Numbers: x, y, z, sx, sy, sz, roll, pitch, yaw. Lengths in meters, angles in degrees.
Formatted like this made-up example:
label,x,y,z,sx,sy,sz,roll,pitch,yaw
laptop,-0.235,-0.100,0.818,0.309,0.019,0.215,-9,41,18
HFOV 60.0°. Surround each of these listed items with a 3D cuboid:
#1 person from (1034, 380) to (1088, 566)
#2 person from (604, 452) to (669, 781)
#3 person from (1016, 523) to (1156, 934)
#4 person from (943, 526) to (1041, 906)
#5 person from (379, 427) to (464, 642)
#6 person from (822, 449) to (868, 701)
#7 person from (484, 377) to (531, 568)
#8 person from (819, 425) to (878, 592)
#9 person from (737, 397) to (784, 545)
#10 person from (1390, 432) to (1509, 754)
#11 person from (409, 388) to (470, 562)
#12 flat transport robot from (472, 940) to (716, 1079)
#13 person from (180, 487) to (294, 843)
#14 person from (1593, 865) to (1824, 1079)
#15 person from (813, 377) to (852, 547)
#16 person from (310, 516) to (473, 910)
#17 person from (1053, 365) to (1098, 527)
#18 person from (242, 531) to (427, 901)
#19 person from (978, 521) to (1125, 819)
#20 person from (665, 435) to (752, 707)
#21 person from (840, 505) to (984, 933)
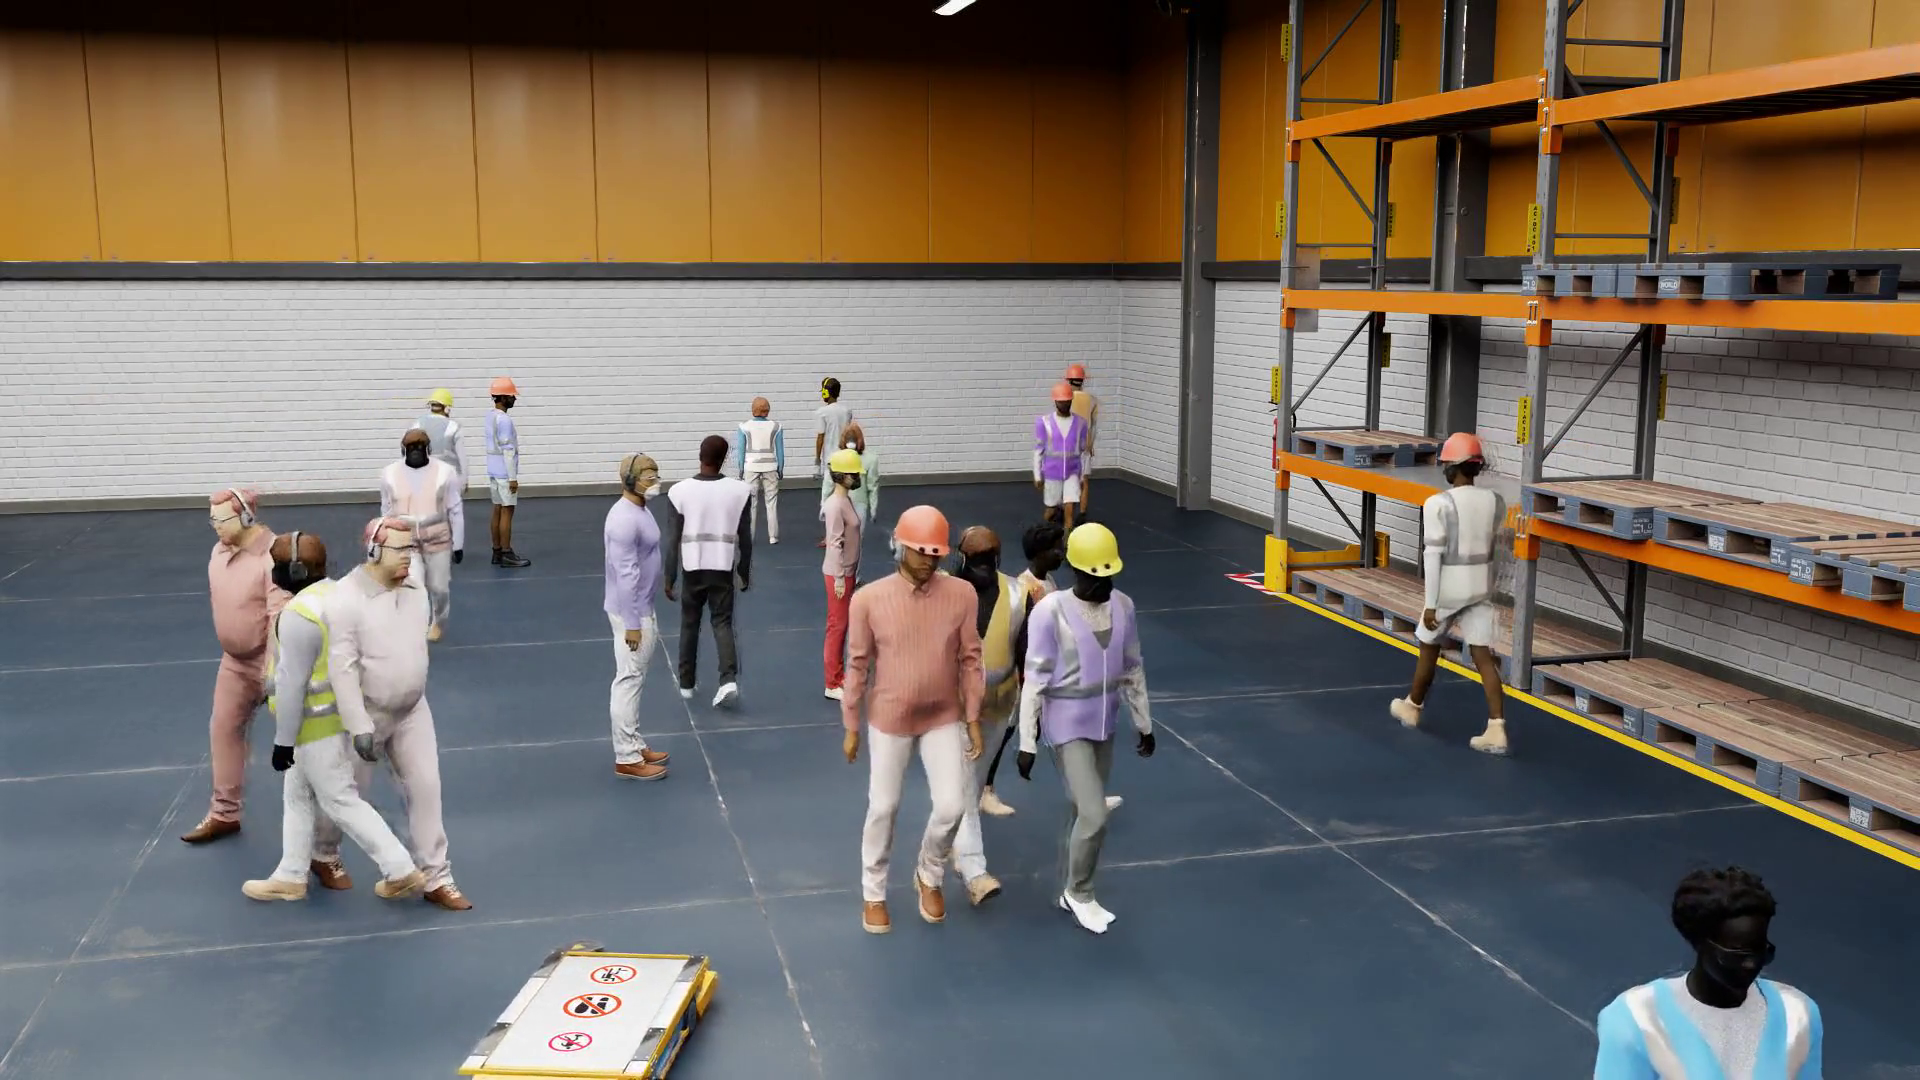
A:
label,x,y,z,sx,sy,sz,roll,pitch,yaw
person,1.038,-0.715,17.235,0.548,1.909,0.798,-1,9,-4
person,-1.925,0.443,9.876,0.359,1.936,0.632,-1,9,-4
person,0.587,0.846,7.479,0.730,1.894,0.530,-8,12,-41
person,0.088,0.823,7.972,0.646,1.784,0.989,-3,10,-18
person,-4.198,0.008,13.020,0.621,1.816,0.839,-2,9,-13
person,-0.800,0.240,11.684,0.321,1.766,0.535,1,9,5
person,-4.623,-0.688,16.934,0.356,1.936,0.551,-6,11,-34
person,-1.020,-0.286,15.497,0.511,1.588,0.851,2,9,11
person,-2.185,-0.752,18.286,0.511,1.634,0.313,-2,9,-10
person,3.168,0.313,10.551,0.634,1.985,1.071,-3,10,-18
person,-5.346,-0.657,17.142,0.615,1.807,0.465,1,9,4
flat transport robot,-1.385,1.862,6.205,0.652,0.197,1.431,1,9,4
person,-3.748,0.655,8.752,0.676,1.862,0.850,4,10,26
person,1.728,1.534,3.933,0.536,1.657,0.865,-1,9,-9
person,-1.374,-0.843,18.176,0.351,1.857,0.510,8,12,42
person,-2.774,0.806,7.891,0.969,1.866,0.642,6,11,32
person,1.315,-1.118,19.703,0.579,1.904,0.830,-4,10,-21
person,-2.946,0.852,7.795,0.847,1.813,0.628,-1,9,-6
person,0.462,0.725,8.995,0.877,1.650,0.550,4,10,25
person,-1.735,0.217,11.525,0.610,1.885,0.825,-2,9,-11
person,-0.218,0.811,7.485,0.646,1.963,0.511,-2,9,-13
